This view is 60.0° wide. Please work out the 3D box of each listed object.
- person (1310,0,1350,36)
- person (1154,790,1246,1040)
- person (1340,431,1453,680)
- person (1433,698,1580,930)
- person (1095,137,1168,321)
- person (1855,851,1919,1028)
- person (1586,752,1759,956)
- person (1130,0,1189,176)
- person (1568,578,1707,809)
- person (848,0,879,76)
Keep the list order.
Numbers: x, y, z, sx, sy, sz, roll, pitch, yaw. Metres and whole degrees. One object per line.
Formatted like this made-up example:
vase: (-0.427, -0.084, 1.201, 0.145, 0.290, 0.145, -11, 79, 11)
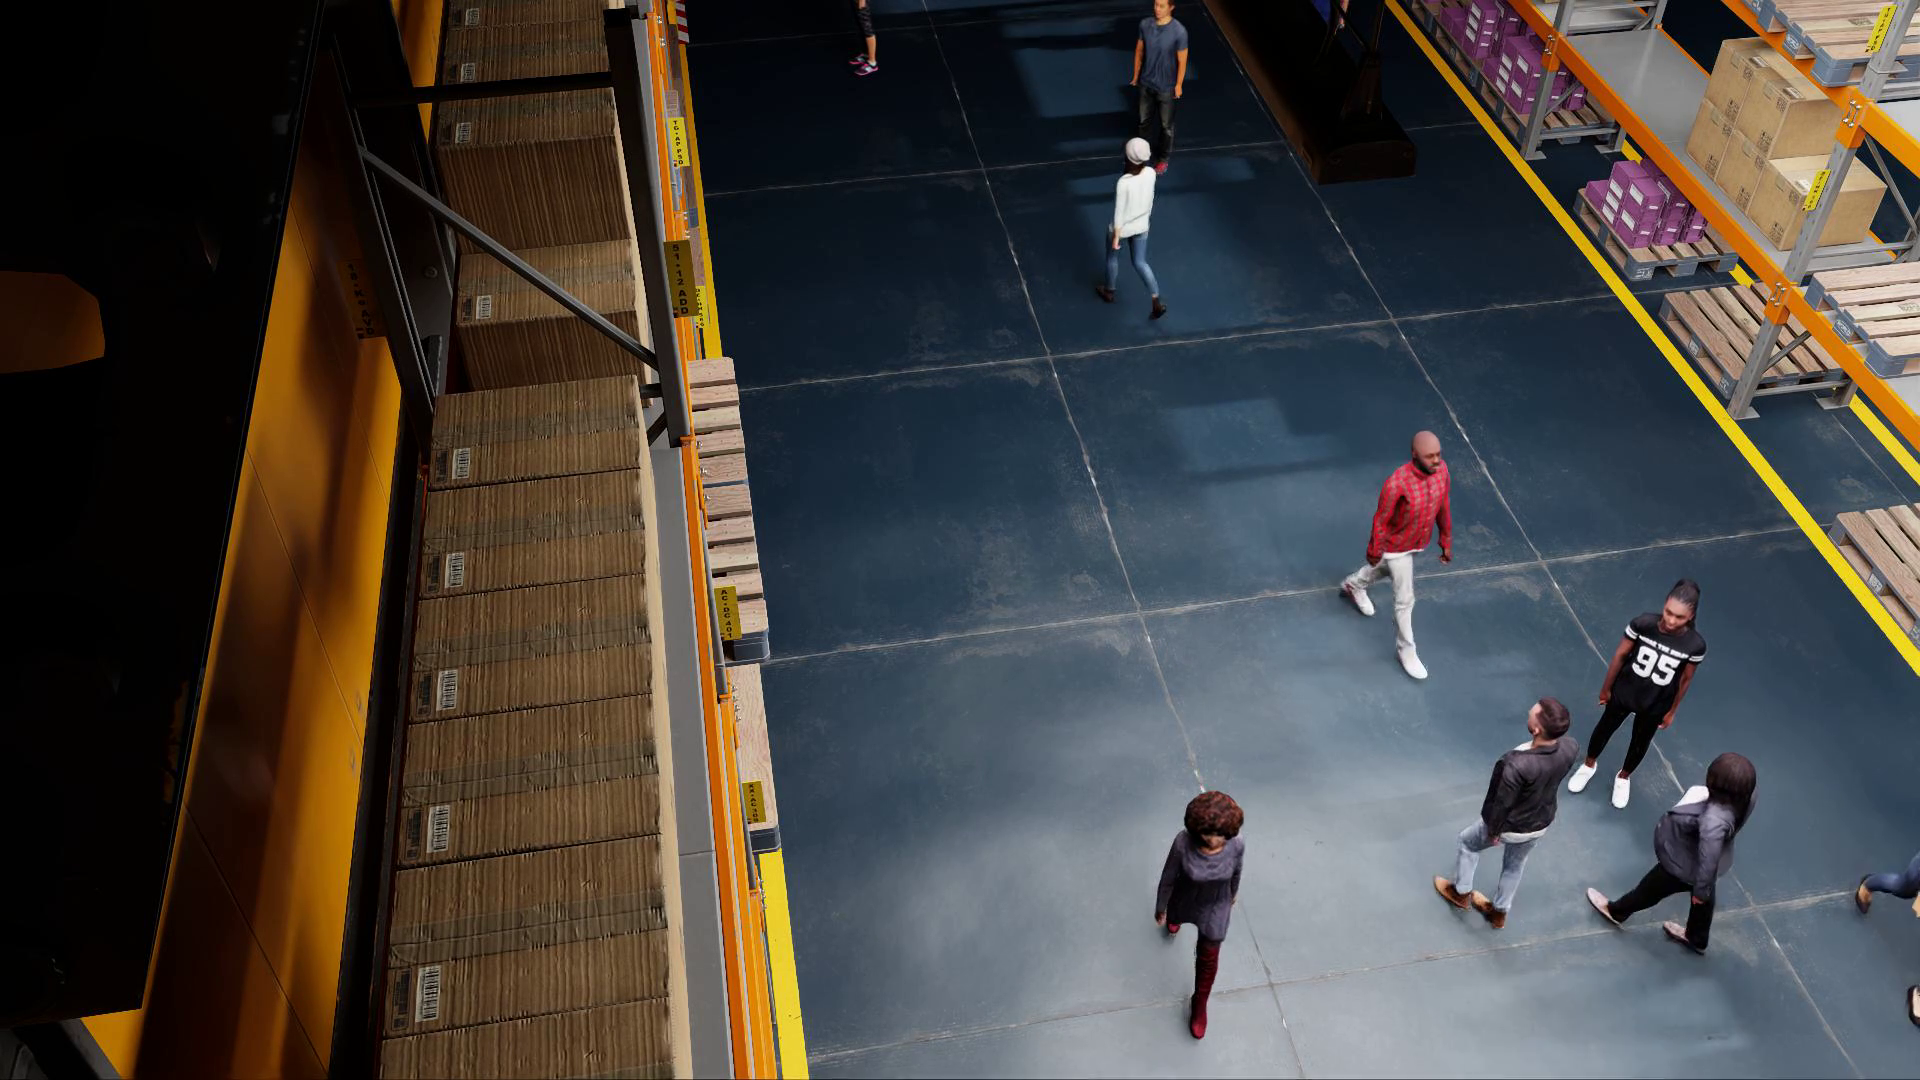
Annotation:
person: (3.456, -4.952, 16.106, 0.949, 1.805, 1.082, 17, 46, 17)
person: (1.277, 1.880, 9.029, 0.738, 1.675, 1.142, 1, 44, 1)
person: (2.883, -0.055, 10.979, 0.962, 1.785, 1.278, -22, 48, -21)
person: (3.146, 1.594, 9.219, 0.713, 1.826, 0.733, -15, 46, -15)
person: (1.464, -2.537, 13.706, 0.873, 1.618, 1.127, -25, 49, -24)
person: (5.313, 1.783, 9.077, 0.765, 1.748, 1.210, 2, 44, 2)
person: (4.146, 1.799, 9.193, 1.082, 1.565, 0.986, 34, 53, 30)
person: (1.842, -4.249, 15.366, 0.727, 1.807, 0.765, 22, 48, 22)
person: (4.097, 0.925, 9.992, 0.716, 1.729, 0.760, 20, 47, 20)
person: (-0.998, -5.563, 16.804, 0.654, 1.726, 0.497, -12, 45, -12)
